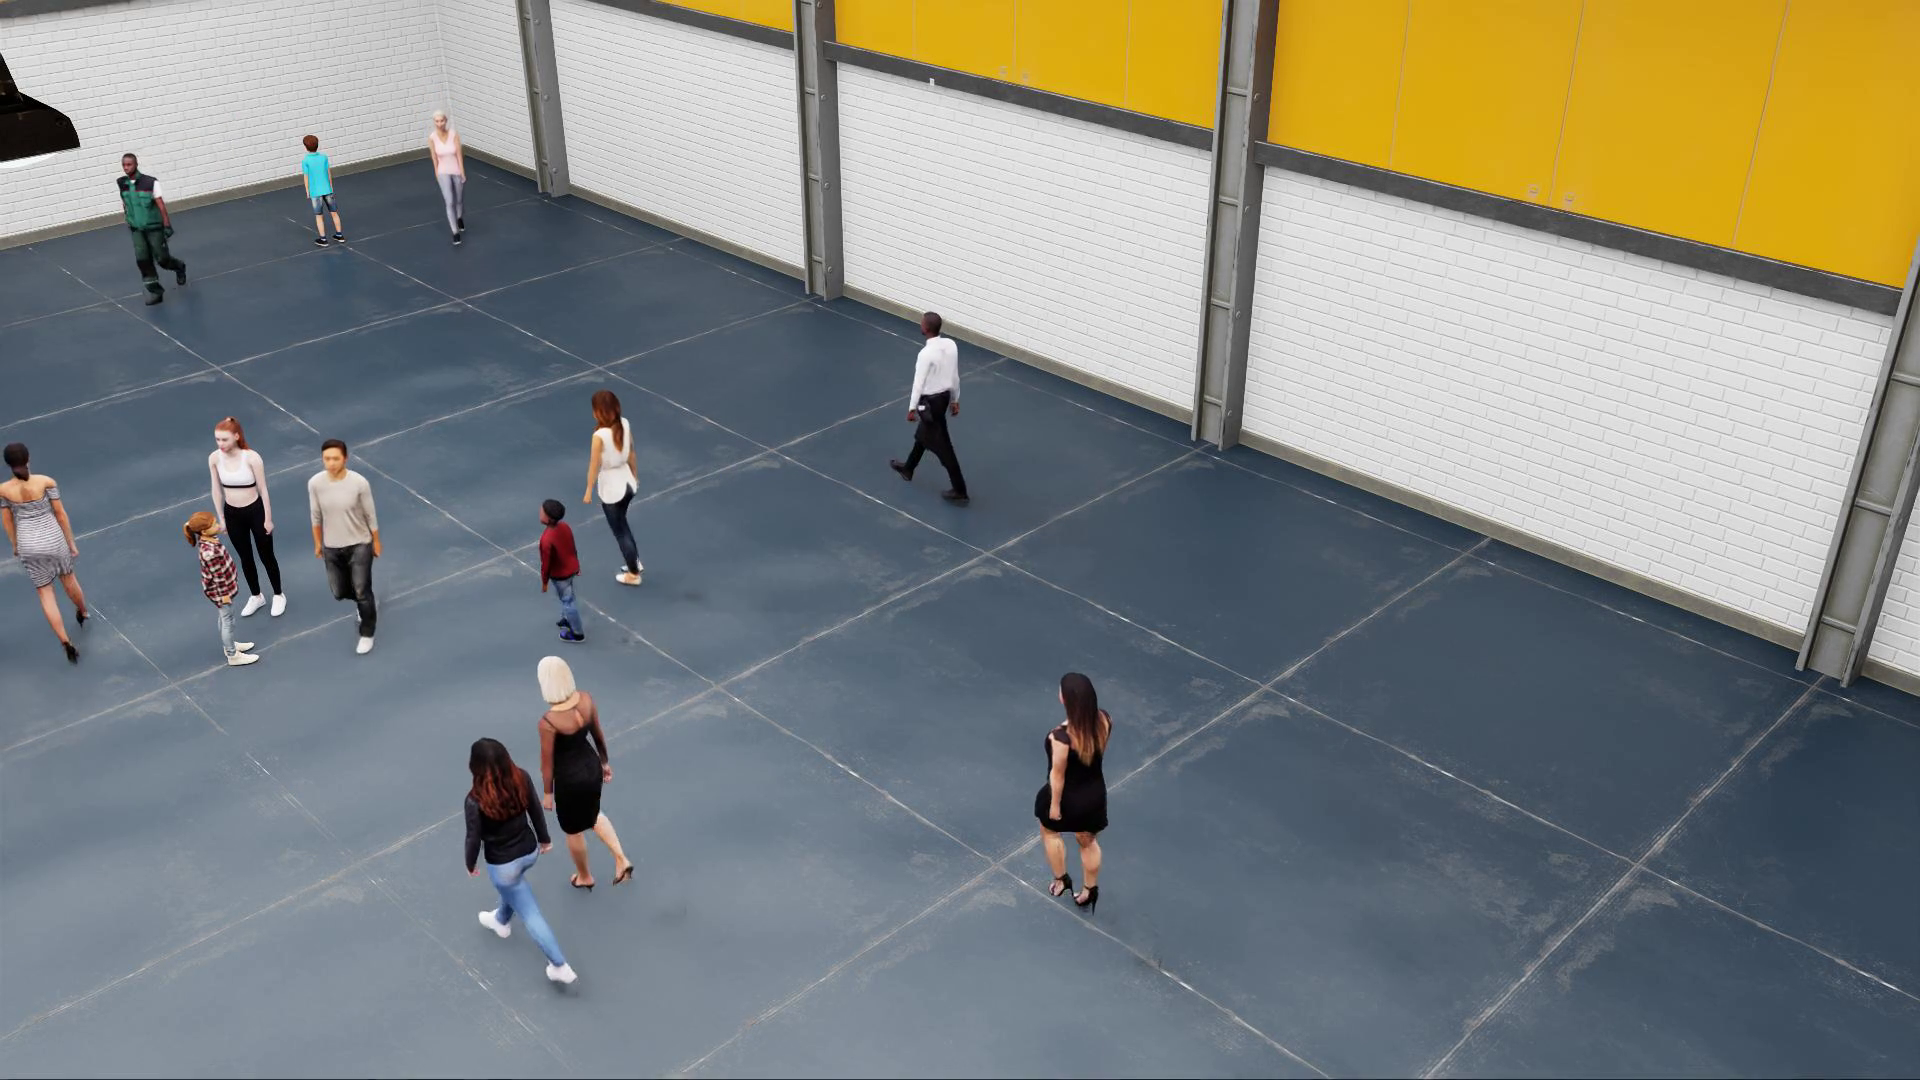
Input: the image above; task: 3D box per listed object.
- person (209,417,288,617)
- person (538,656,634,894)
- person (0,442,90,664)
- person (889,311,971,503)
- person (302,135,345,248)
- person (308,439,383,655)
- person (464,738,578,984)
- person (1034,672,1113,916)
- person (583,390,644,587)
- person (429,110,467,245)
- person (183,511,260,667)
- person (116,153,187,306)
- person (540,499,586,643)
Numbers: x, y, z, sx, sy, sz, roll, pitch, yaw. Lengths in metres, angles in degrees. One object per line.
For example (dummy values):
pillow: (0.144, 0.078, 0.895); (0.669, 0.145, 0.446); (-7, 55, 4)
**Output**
person: (-5.761, -0.185, 13.460); (0.649, 1.742, 0.712); (0, 29, 0)
person: (-2.321, 1.526, 10.337); (0.825, 1.729, 0.723); (16, 33, 27)
person: (-7.056, 0.139, 12.809); (0.821, 1.796, 1.049); (-12, 31, -22)
person: (-0.159, -1.167, 15.211); (1.233, 1.789, 0.776); (19, 34, 31)
person: (-8.411, -4.613, 21.884); (0.508, 1.448, 0.464); (-25, 37, -38)
person: (-4.791, -0.010, 13.076); (0.909, 1.801, 0.974); (-1, 29, -3)
person: (-2.578, 1.919, 9.772); (1.191, 1.579, 0.753); (20, 34, 32)
person: (0.782, 1.614, 10.201); (0.695, 1.703, 0.665); (-22, 35, -34)
person: (-2.770, -0.392, 13.809); (0.681, 1.770, 0.677); (13, 31, 22)
person: (-6.757, -4.856, 22.080); (0.836, 1.688, 1.181); (-11, 31, -19)
person: (-5.756, 0.360, 12.917); (0.648, 1.305, 0.541); (-14, 32, -24)
person: (-9.689, -3.760, 19.935); (1.096, 1.817, 1.127); (2, 29, 4)
person: (-3.093, 0.253, 13.176); (0.661, 1.244, 0.615); (9, 30, 16)
